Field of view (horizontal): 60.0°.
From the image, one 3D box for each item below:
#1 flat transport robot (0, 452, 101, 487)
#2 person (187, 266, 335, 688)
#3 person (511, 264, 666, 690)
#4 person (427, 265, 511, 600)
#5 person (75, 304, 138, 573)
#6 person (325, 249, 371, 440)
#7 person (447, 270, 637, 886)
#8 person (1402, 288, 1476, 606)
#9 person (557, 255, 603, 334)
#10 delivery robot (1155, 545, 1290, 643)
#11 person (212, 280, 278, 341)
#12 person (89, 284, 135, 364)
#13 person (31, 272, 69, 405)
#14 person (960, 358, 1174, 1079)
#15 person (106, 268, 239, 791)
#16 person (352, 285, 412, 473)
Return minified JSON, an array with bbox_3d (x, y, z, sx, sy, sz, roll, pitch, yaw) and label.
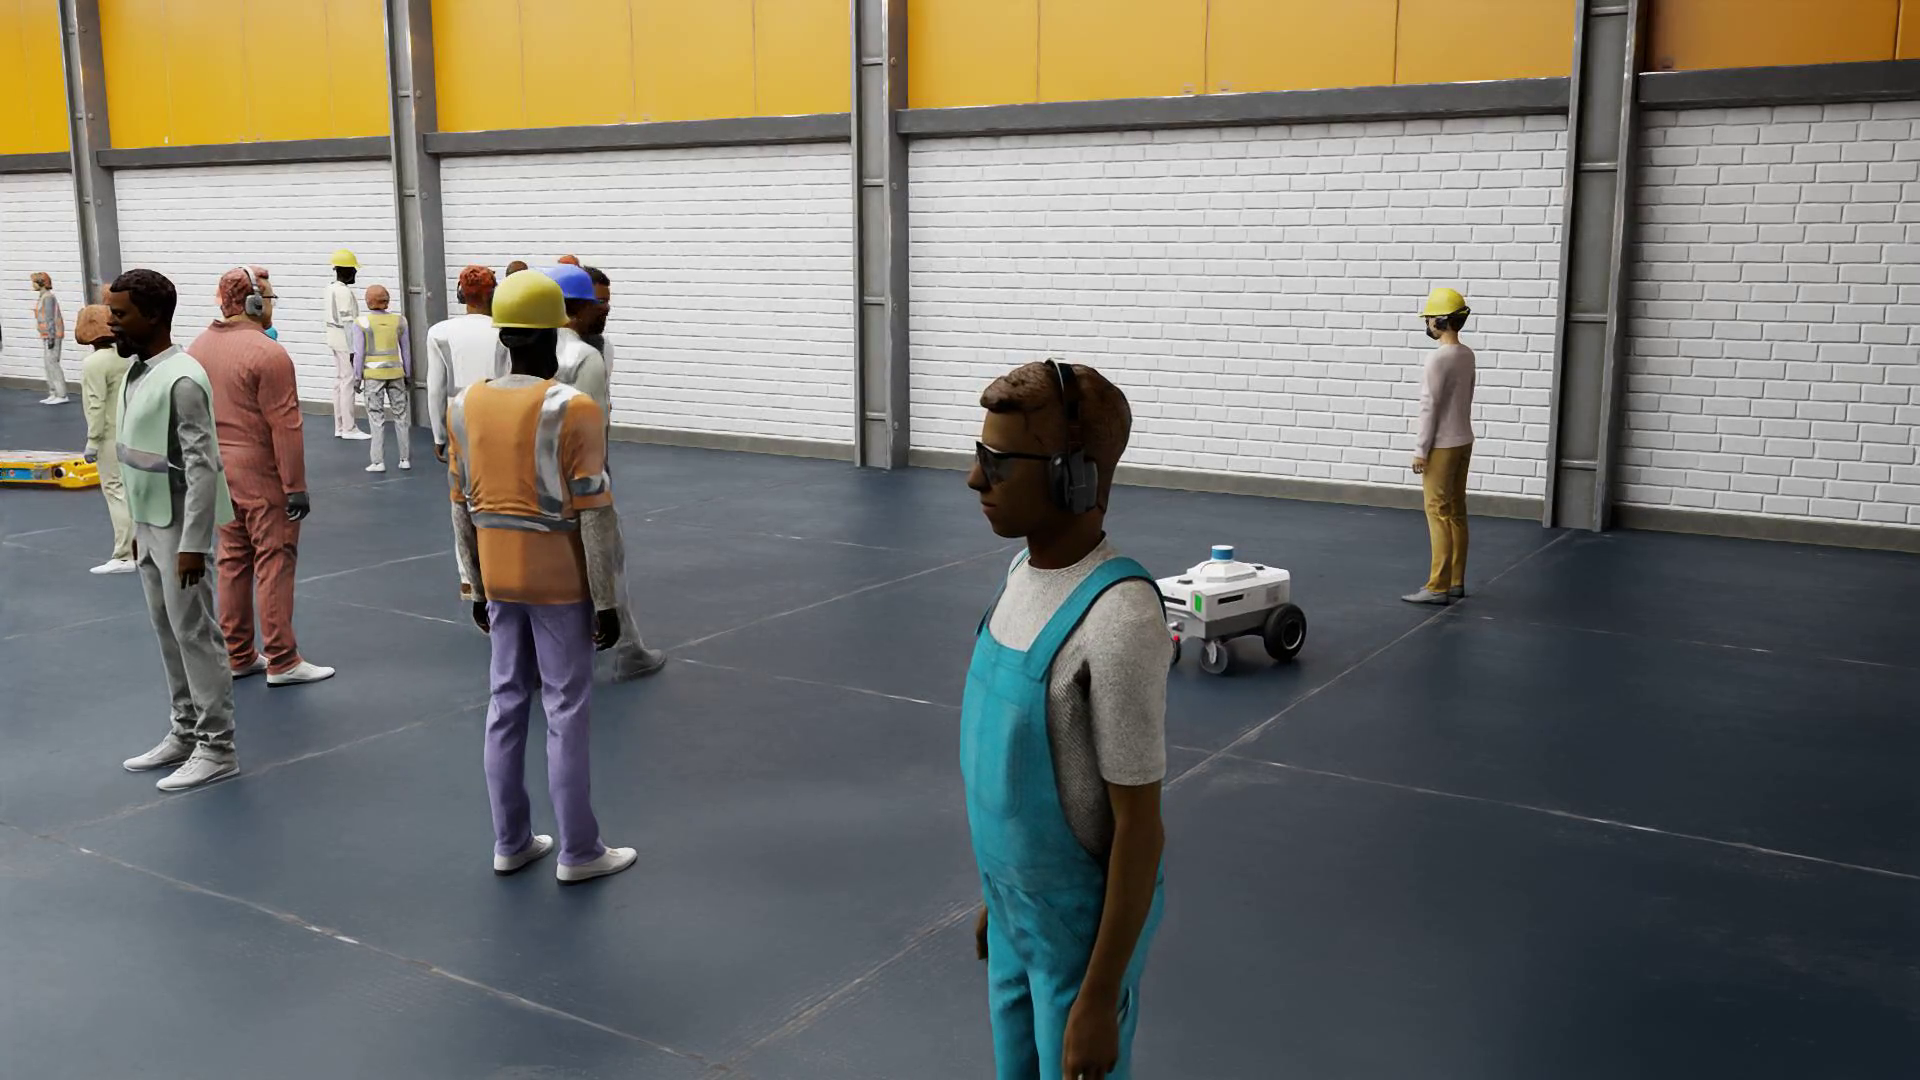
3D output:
[{"bbox_3d":[-7.702,-0.601,13.864,1.431,0.197,0.652,2,10,11],"label":"flat transport robot"},{"bbox_3d":[-3.191,-0.285,7.584,0.654,1.906,0.406,6,12,30],"label":"person"},{"bbox_3d":[-1.763,-0.278,7.534,0.637,1.912,0.677,8,13,37],"label":"person"},{"bbox_3d":[-2.679,-0.595,9.364,0.579,1.882,0.342,0,10,-2],"label":"person"},{"bbox_3d":[-5.194,-0.613,10.155,0.279,1.634,0.498,-1,10,-4],"label":"person"},{"bbox_3d":[-6.228,-1.980,16.913,0.371,1.925,0.595,-7,12,-33],"label":"person"},{"bbox_3d":[-1.318,0.128,5.227,0.588,1.930,0.361,5,11,24],"label":"person"},{"bbox_3d":[2.686,-0.519,9.294,0.337,1.762,0.523,8,13,39],"label":"person"},{"bbox_3d":[-3.606,-1.704,15.505,0.575,1.884,0.359,3,11,15],"label":"person"},{"bbox_3d":[1.255,0.269,7.996,0.707,0.478,0.477,-8,13,-39],"label":"delivery robot"},{"bbox_3d":[-5.301,-1.057,12.299,0.574,1.743,0.336,3,11,16],"label":"person"},{"bbox_3d":[-8.316,-1.736,16.496,0.530,1.592,0.842,-1,10,-4],"label":"person"},{"bbox_3d":[-11.245,-2.491,20.573,0.318,1.632,0.531,-7,12,-34],"label":"person"},{"bbox_3d":[0.146,0.634,2.662,0.346,1.846,0.506,-4,11,-19],"label":"person"},{"bbox_3d":[-2.934,-0.042,6.203,0.383,1.918,0.597,-10,14,-43],"label":"person"},{"bbox_3d":[-5.039,-1.404,14.528,0.524,1.636,0.308,-9,14,-42],"label":"person"}]
